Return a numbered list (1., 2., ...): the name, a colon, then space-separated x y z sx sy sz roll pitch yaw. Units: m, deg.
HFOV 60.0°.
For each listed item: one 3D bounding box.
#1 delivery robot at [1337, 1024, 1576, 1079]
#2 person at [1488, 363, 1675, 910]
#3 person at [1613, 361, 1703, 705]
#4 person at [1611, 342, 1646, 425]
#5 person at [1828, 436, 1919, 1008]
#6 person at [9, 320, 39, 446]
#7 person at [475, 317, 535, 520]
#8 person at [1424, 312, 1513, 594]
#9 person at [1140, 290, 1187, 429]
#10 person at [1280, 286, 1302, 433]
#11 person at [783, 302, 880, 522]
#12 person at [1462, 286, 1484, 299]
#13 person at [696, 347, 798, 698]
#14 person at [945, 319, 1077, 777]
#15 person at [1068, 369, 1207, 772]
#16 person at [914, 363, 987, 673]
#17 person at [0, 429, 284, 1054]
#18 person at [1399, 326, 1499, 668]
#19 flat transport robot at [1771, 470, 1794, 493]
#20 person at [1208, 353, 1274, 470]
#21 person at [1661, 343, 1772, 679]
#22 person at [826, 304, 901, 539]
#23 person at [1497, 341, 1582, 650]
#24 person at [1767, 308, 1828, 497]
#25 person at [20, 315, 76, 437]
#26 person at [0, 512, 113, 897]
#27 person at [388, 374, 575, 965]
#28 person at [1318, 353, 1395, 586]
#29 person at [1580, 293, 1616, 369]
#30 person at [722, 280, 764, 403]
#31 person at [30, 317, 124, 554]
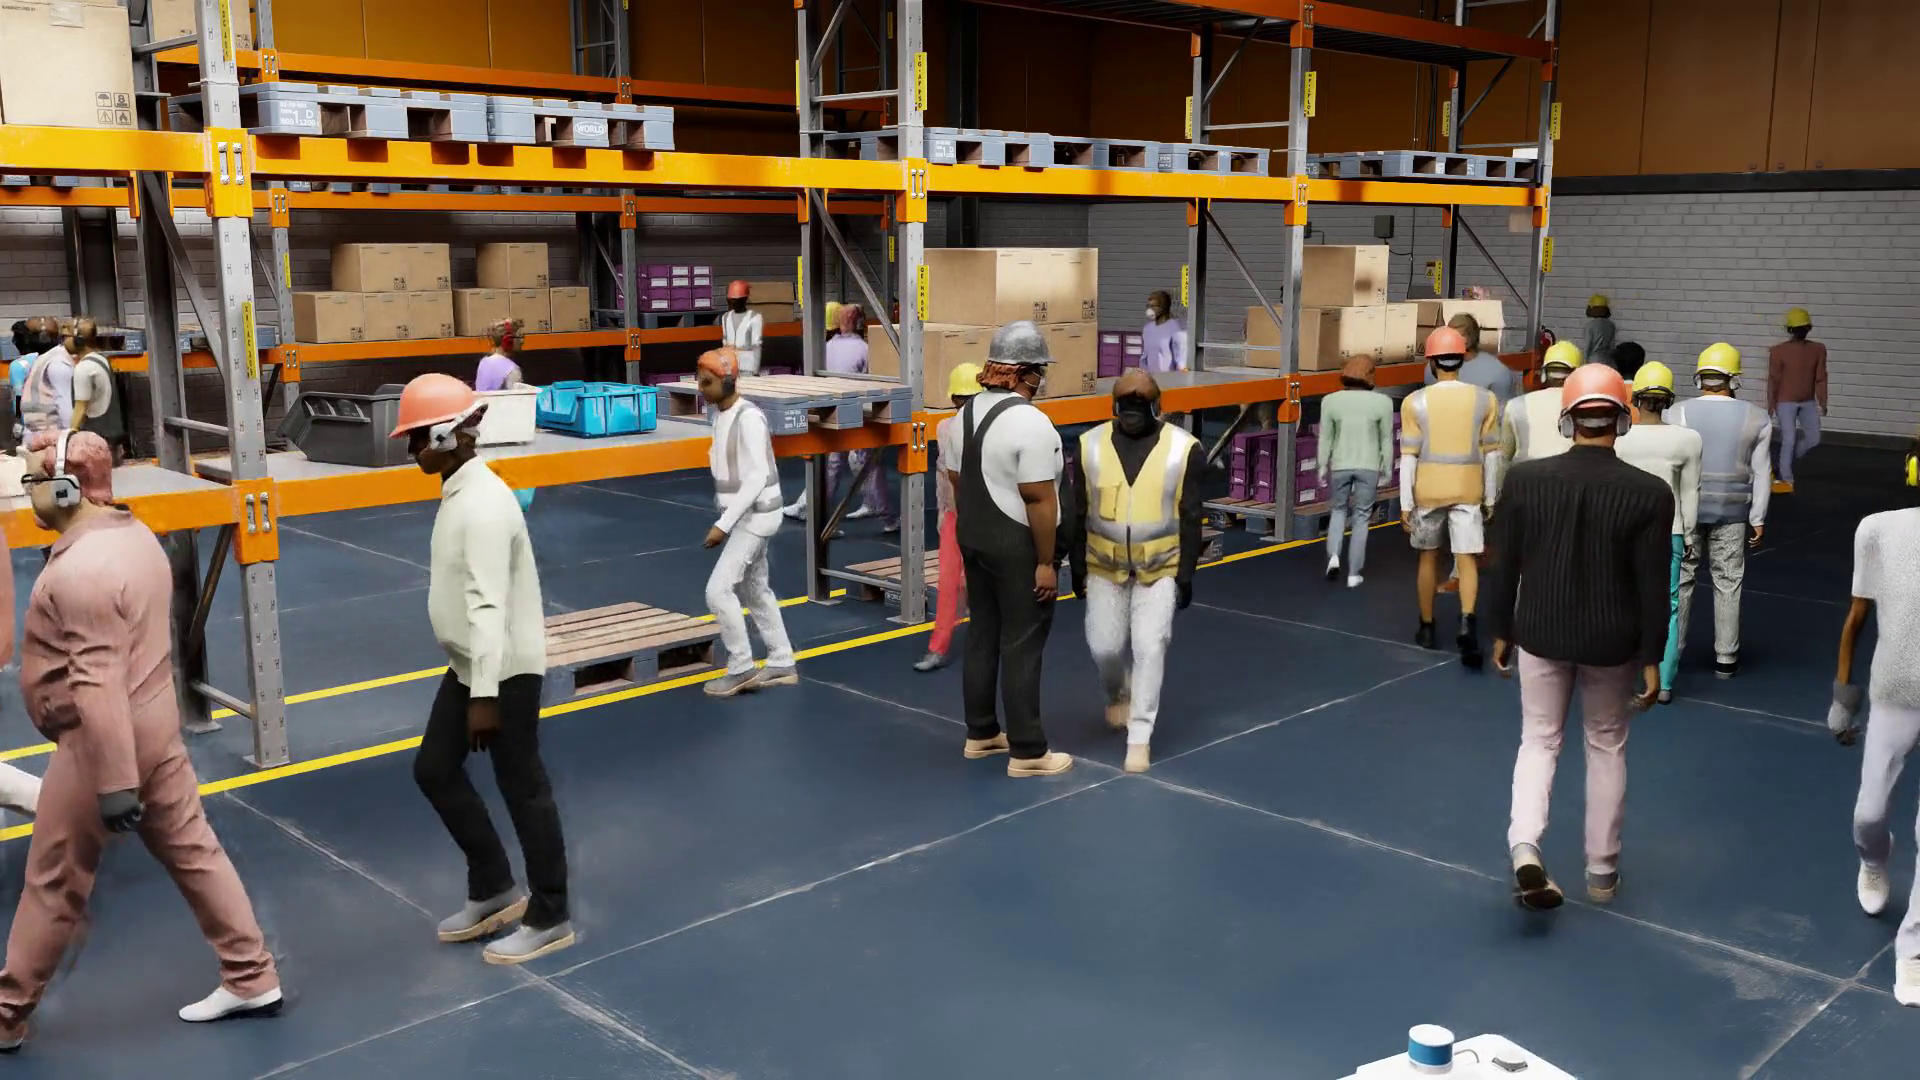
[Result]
1. delivery robot: 1.096 1.380 3.900 0.707 0.478 0.477 -6 12 -27
2. person: 2.160 0.366 5.875 0.633 1.959 0.753 6 12 29
3. person: 3.507 -0.027 8.542 0.524 1.770 0.315 1 10 7
4. person: 4.653 -0.549 11.630 0.540 1.663 0.782 5 12 25
5. person: 3.137 0.509 5.420 0.518 1.849 0.765 6 12 28
6. person: -7.807 -1.006 14.065 0.319 1.698 0.532 1 10 5
7. person: -3.205 -0.679 11.923 0.528 1.824 0.590 -7 13 -34
8. person: 3.495 -0.610 11.362 0.772 1.907 0.667 -9 14 -41
9. person: 2.034 -1.464 16.049 0.982 1.903 0.642 -5 12 -25
10. person: 3.774 -1.986 18.977 0.317 1.860 0.509 0 10 0
11. person: -1.088 -1.059 13.921 0.982 1.845 0.623 -5 11 -23
12. person: 5.273 -1.704 17.381 0.865 1.869 0.660 2 11 11
13. person: -1.096 -0.078 8.622 0.637 1.839 0.598 -5 11 -23
14. person: 0.267 0.025 7.505 0.535 2.000 0.684 -6 12 -31
15. person: 0.808 0.115 7.639 0.630 1.823 0.586 3 11 14
16. person: 0.090 -0.147 9.361 0.529 1.710 0.944 6 12 30
17. person: -2.564 0.593 4.918 1.017 1.848 0.667 -2 11 -8
18. person: 2.755 -0.245 9.393 0.558 1.909 0.851 3 11 14
19. flat transport robot: 6.981 -0.578 15.627 1.431 0.197 0.652 -2 11 -8
20. person: 2.953 -1.492 17.021 0.813 1.600 0.522 -2 11 -10
21. person: 4.079 -0.156 9.072 0.600 1.827 0.404 4 11 22
22. person: -0.798 -0.942 13.273 0.672 1.862 0.897 9 14 40
23. person: 3.451 -0.259 9.734 0.623 1.781 0.843 5 12 26
24. person: 7.745 -1.281 15.429 0.555 1.750 0.421 -1 10 -4
25. person: -7.034 -0.862 13.027 0.950 1.808 0.633 -7 12 -33
26. person: -3.448 0.363 5.857 0.584 1.979 0.623 -8 13 -36
27. person: -1.576 0.440 5.499 0.561 1.957 0.743 -6 12 -29
28. person: 2.724 -0.481 11.450 0.499 1.613 0.342 4 11 23
29. person: 7.442 -2.011 19.462 0.487 1.733 0.402 -7 12 -32
30. person: -2.422 -1.913 18.409 0.539 1.920 0.401 4 11 23
31. person: -6.450 -0.713 12.161 0.906 1.806 0.543 -3 11 -14
